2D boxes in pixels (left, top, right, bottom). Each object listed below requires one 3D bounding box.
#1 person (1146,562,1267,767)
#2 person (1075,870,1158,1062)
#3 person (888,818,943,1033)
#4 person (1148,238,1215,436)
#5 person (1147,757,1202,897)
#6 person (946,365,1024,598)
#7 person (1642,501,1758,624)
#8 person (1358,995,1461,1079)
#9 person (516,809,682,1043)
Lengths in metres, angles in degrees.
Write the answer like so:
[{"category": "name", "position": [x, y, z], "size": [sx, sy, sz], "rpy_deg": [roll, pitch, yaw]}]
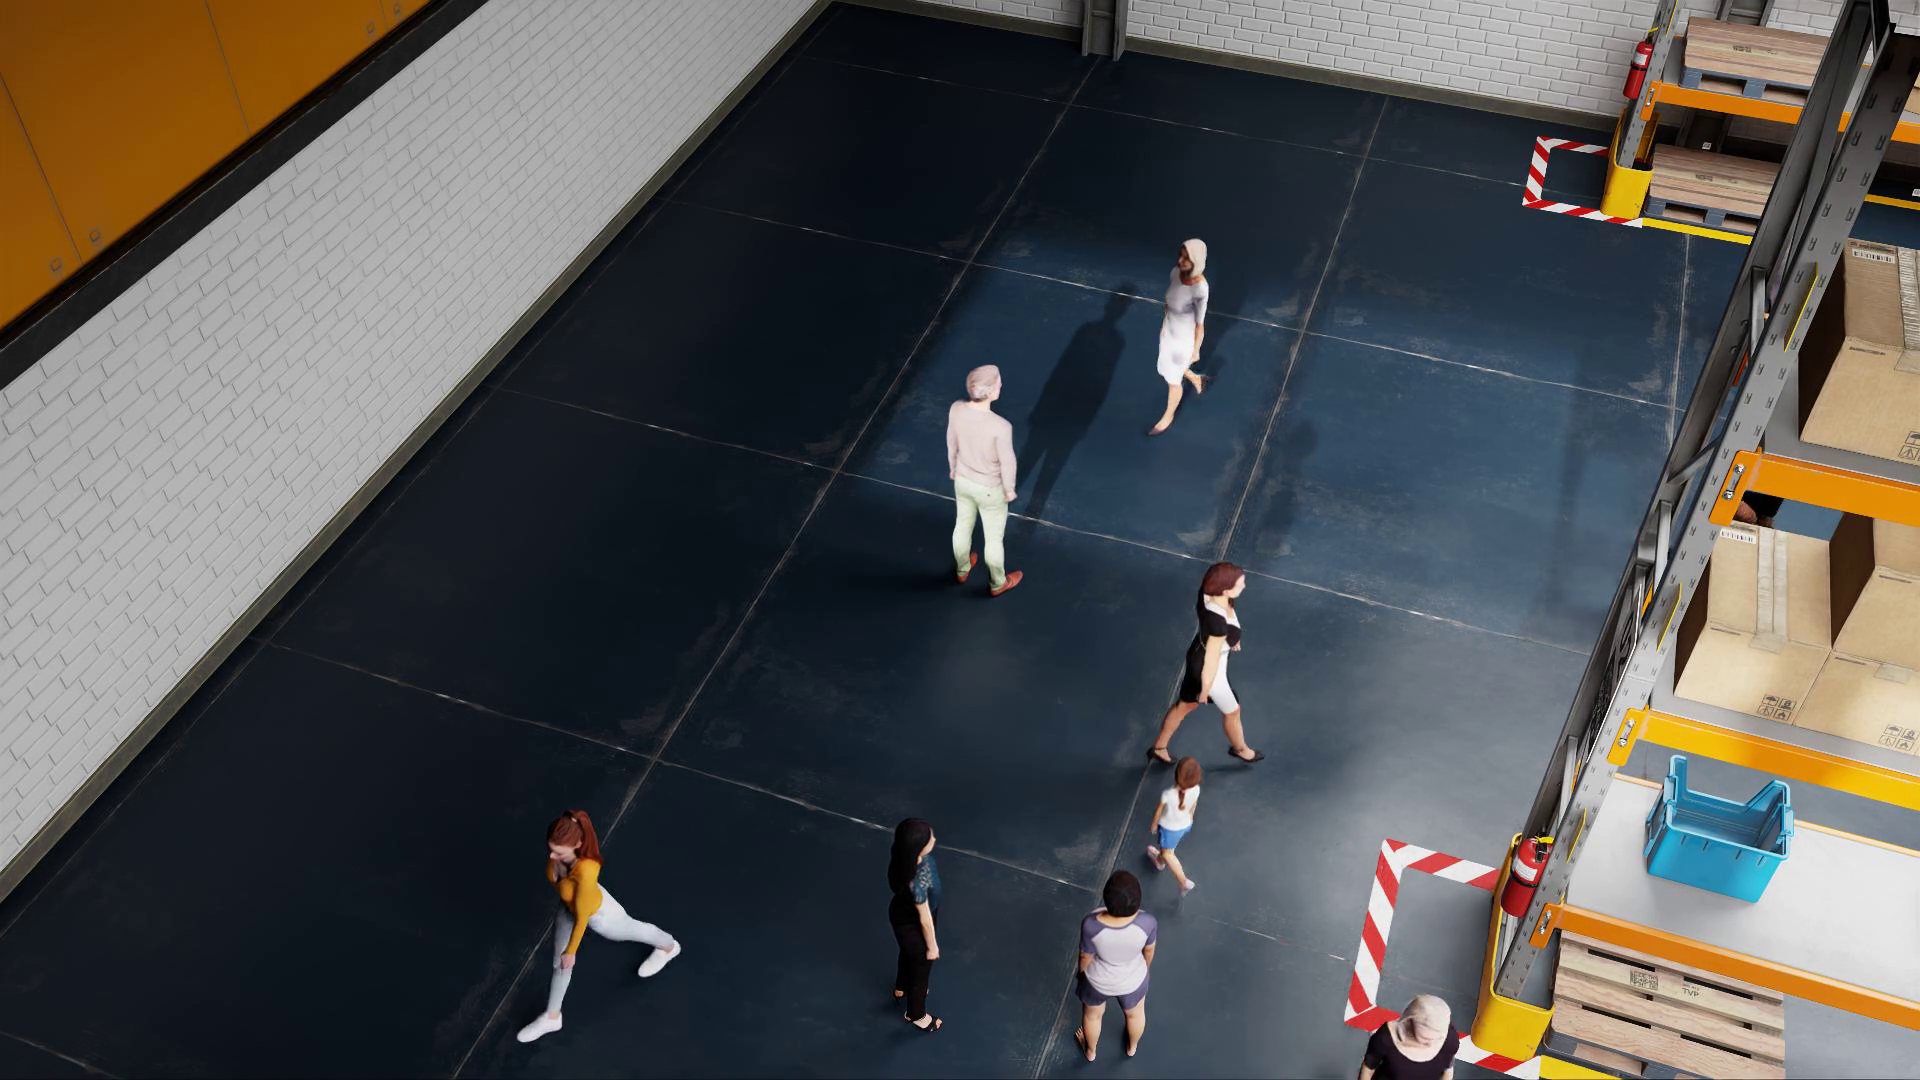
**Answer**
[{"category": "person", "position": [1.434, 0.796, 10.096], "size": [1.079, 1.767, 0.888], "rpy_deg": [-6, 44, -7]}, {"category": "person", "position": [0.812, 2.248, 8.718], "size": [0.579, 1.565, 0.695], "rpy_deg": [-1, 44, -1]}, {"category": "person", "position": [-0.237, 2.027, 8.826], "size": [0.670, 1.736, 0.636], "rpy_deg": [-12, 45, -13]}, {"category": "person", "position": [1.730, -1.563, 12.594], "size": [0.925, 1.738, 0.887], "rpy_deg": [-21, 48, -21]}, {"category": "person", "position": [1.270, 1.683, 9.720], "size": [0.647, 1.001, 0.724], "rpy_deg": [-22, 48, -21]}, {"category": "person", "position": [0.139, -0.385, 11.262], "size": [0.632, 1.867, 0.797], "rpy_deg": [25, 49, 24]}, {"category": "person", "position": [4.799, 0.237, 10.938], "size": [0.916, 1.415, 0.991], "rpy_deg": [-18, 47, -18]}, {"category": "person", "position": [2.130, 2.634, 8.134], "size": [0.865, 1.812, 0.859], "rpy_deg": [-1, 44, -1]}, {"category": "person", "position": [-1.879, 1.976, 8.917], "size": [1.081, 1.684, 1.240], "rpy_deg": [-28, 50, -27]}]
